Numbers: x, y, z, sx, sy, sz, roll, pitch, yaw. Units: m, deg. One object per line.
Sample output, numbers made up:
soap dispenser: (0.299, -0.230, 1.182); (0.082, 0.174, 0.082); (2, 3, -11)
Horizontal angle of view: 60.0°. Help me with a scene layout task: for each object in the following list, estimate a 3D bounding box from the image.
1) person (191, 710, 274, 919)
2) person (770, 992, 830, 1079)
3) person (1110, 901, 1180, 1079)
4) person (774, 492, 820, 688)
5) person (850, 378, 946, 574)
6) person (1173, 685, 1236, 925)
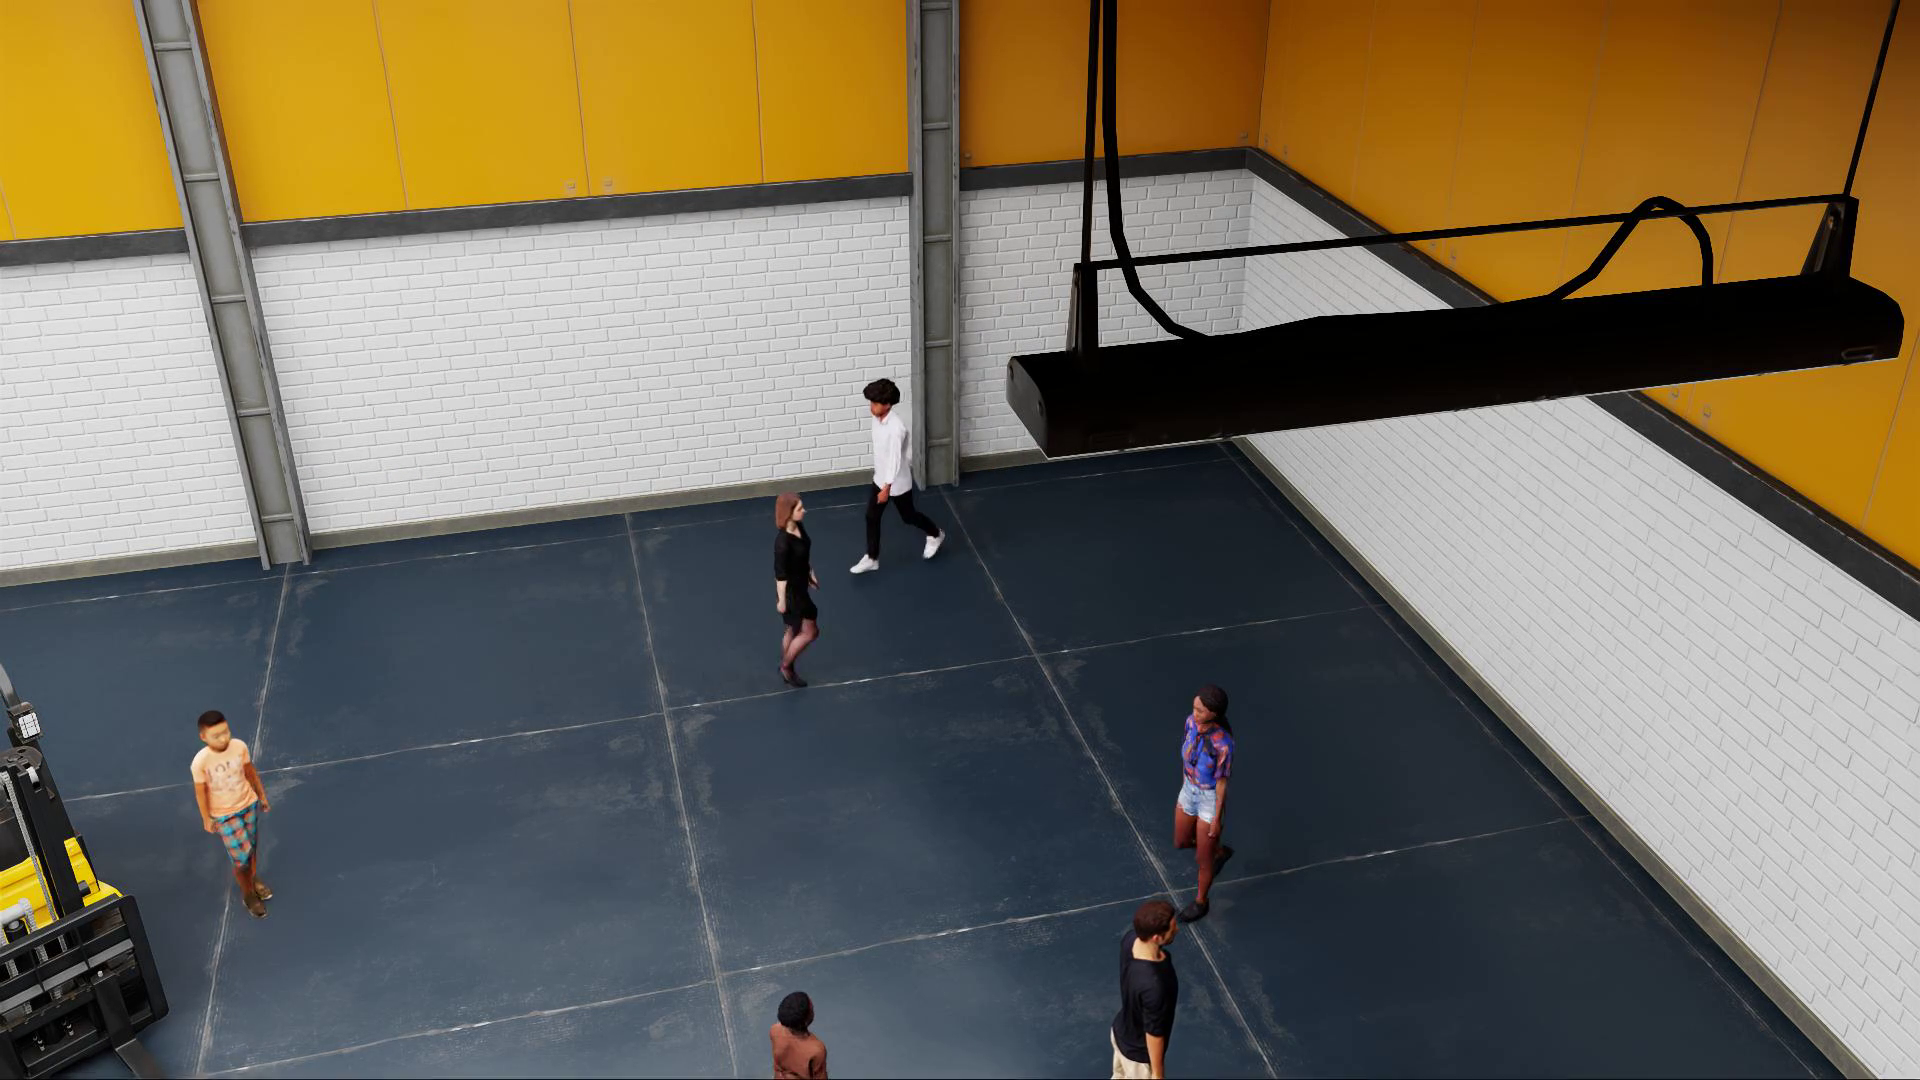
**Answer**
person: (-4.678, 1.692, 10.616); (0.748, 1.453, 0.688); (19, 34, 31)
person: (-0.877, 2.884, 8.645); (0.706, 1.247, 0.769); (17, 33, 28)
person: (0.913, 2.580, 8.572); (0.538, 1.851, 0.638); (-6, 29, -11)
person: (-1.351, 0.398, 12.737); (0.691, 1.693, 0.674); (3, 29, 6)
person: (-0.501, -0.555, 14.405); (1.243, 1.768, 0.923); (-21, 35, -33)
person: (1.607, 1.618, 10.461); (0.890, 1.730, 0.763); (-20, 35, -32)
